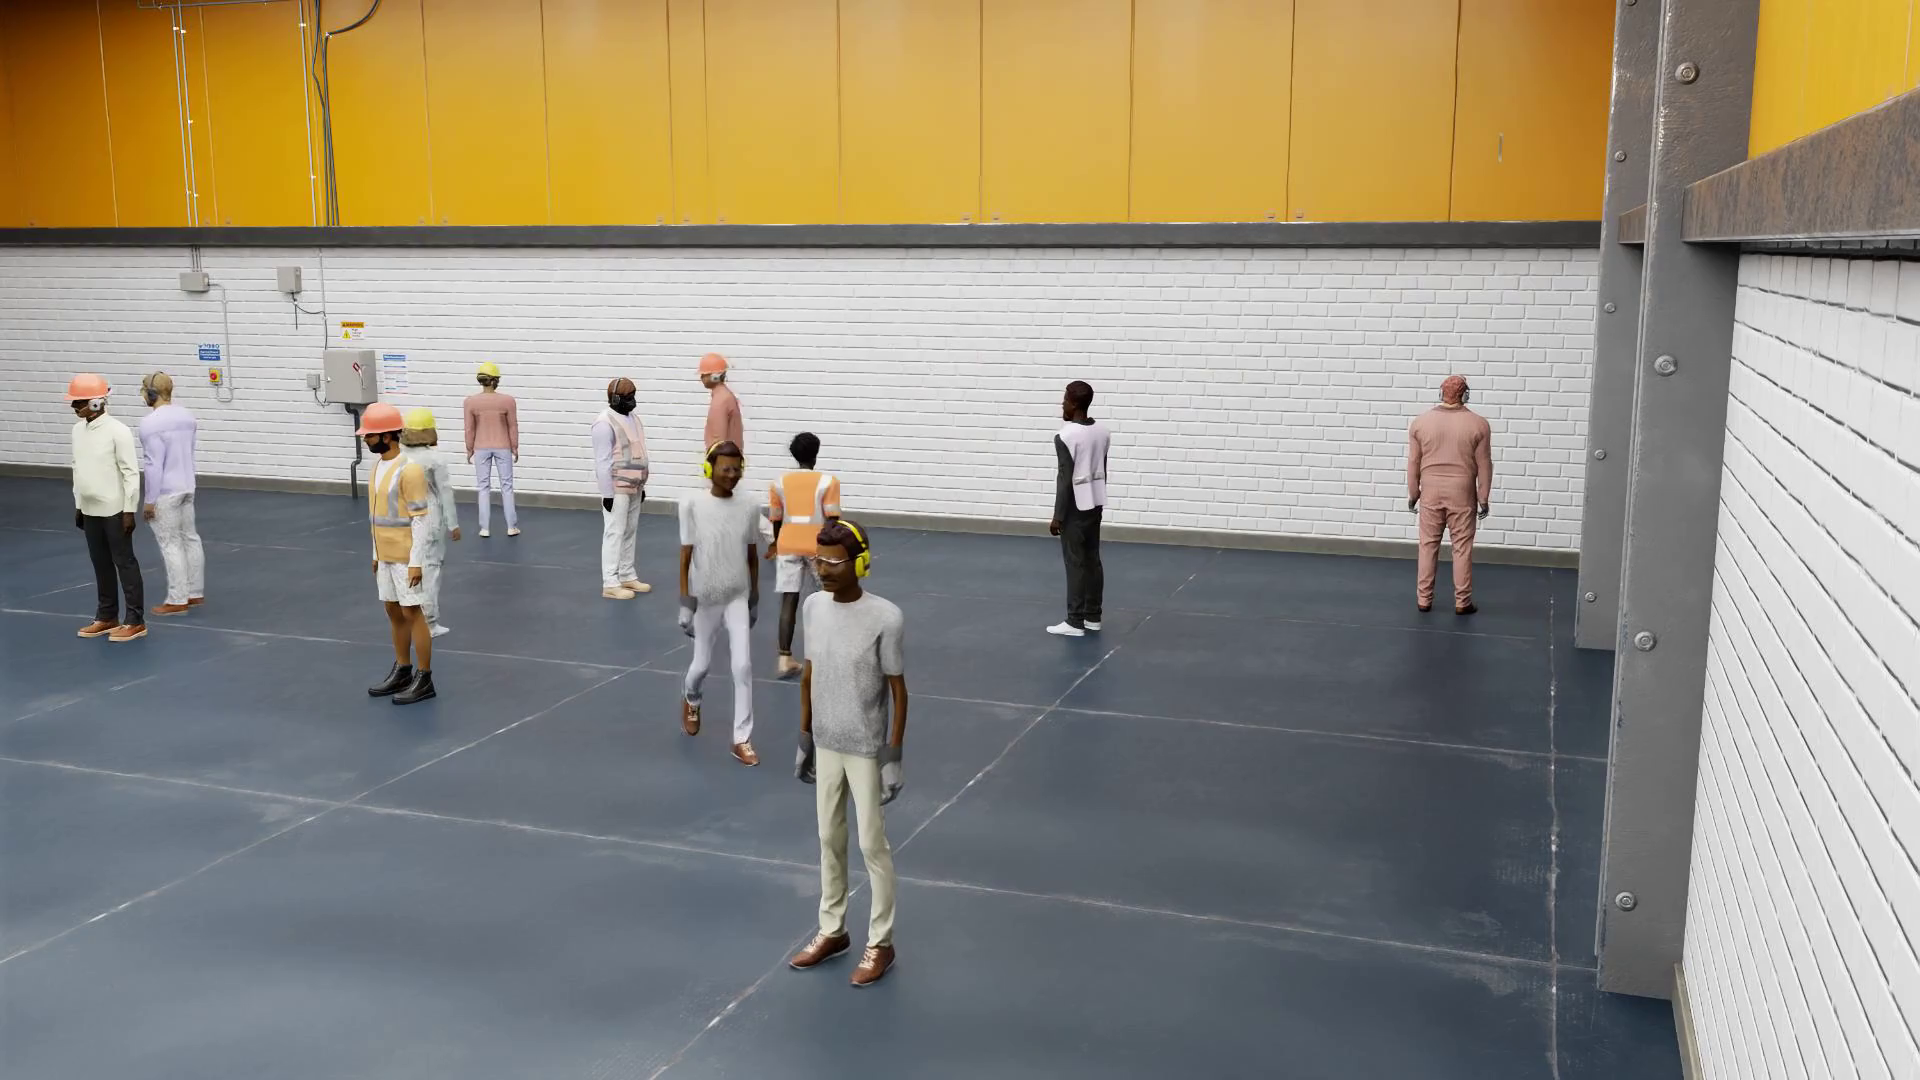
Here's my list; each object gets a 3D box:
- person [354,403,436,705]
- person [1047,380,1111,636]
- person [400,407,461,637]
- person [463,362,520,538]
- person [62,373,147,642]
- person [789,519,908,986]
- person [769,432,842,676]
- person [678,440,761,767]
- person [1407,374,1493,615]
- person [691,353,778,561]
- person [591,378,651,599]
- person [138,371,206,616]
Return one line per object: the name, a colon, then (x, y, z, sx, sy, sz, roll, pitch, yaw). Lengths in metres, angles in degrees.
person: (-3.618, 0.086, 10.632, 0.551, 1.932, 0.367, 9, 14, 43)
person: (0.905, -0.238, 12.499, 0.389, 1.921, 0.592, 8, 13, 38)
person: (-3.968, -0.125, 12.400, 0.488, 1.731, 0.362, 5, 11, 25)
person: (-4.686, -0.899, 16.668, 0.525, 1.765, 0.329, -2, 10, -11)
person: (-6.335, -0.239, 12.300, 0.621, 1.990, 0.391, 5, 11, 26)
person: (-0.445, 0.835, 6.615, 0.533, 1.864, 0.310, 7, 12, 33)
person: (-1.057, 0.080, 11.500, 0.561, 1.623, 0.899, 2, 10, 12)
person: (-1.405, 0.325, 9.571, 0.520, 1.842, 0.832, -4, 11, -23)
person: (3.891, -0.360, 13.227, 0.652, 1.906, 0.402, 5, 11, 26)
person: (-2.065, -0.744, 15.282, 0.916, 1.959, 0.617, -1, 10, -6)
person: (-2.804, -0.431, 13.849, 0.430, 1.837, 0.632, 3, 10, 15)
person: (-6.252, -0.367, 13.171, 0.354, 1.938, 0.634, 1, 10, 6)
